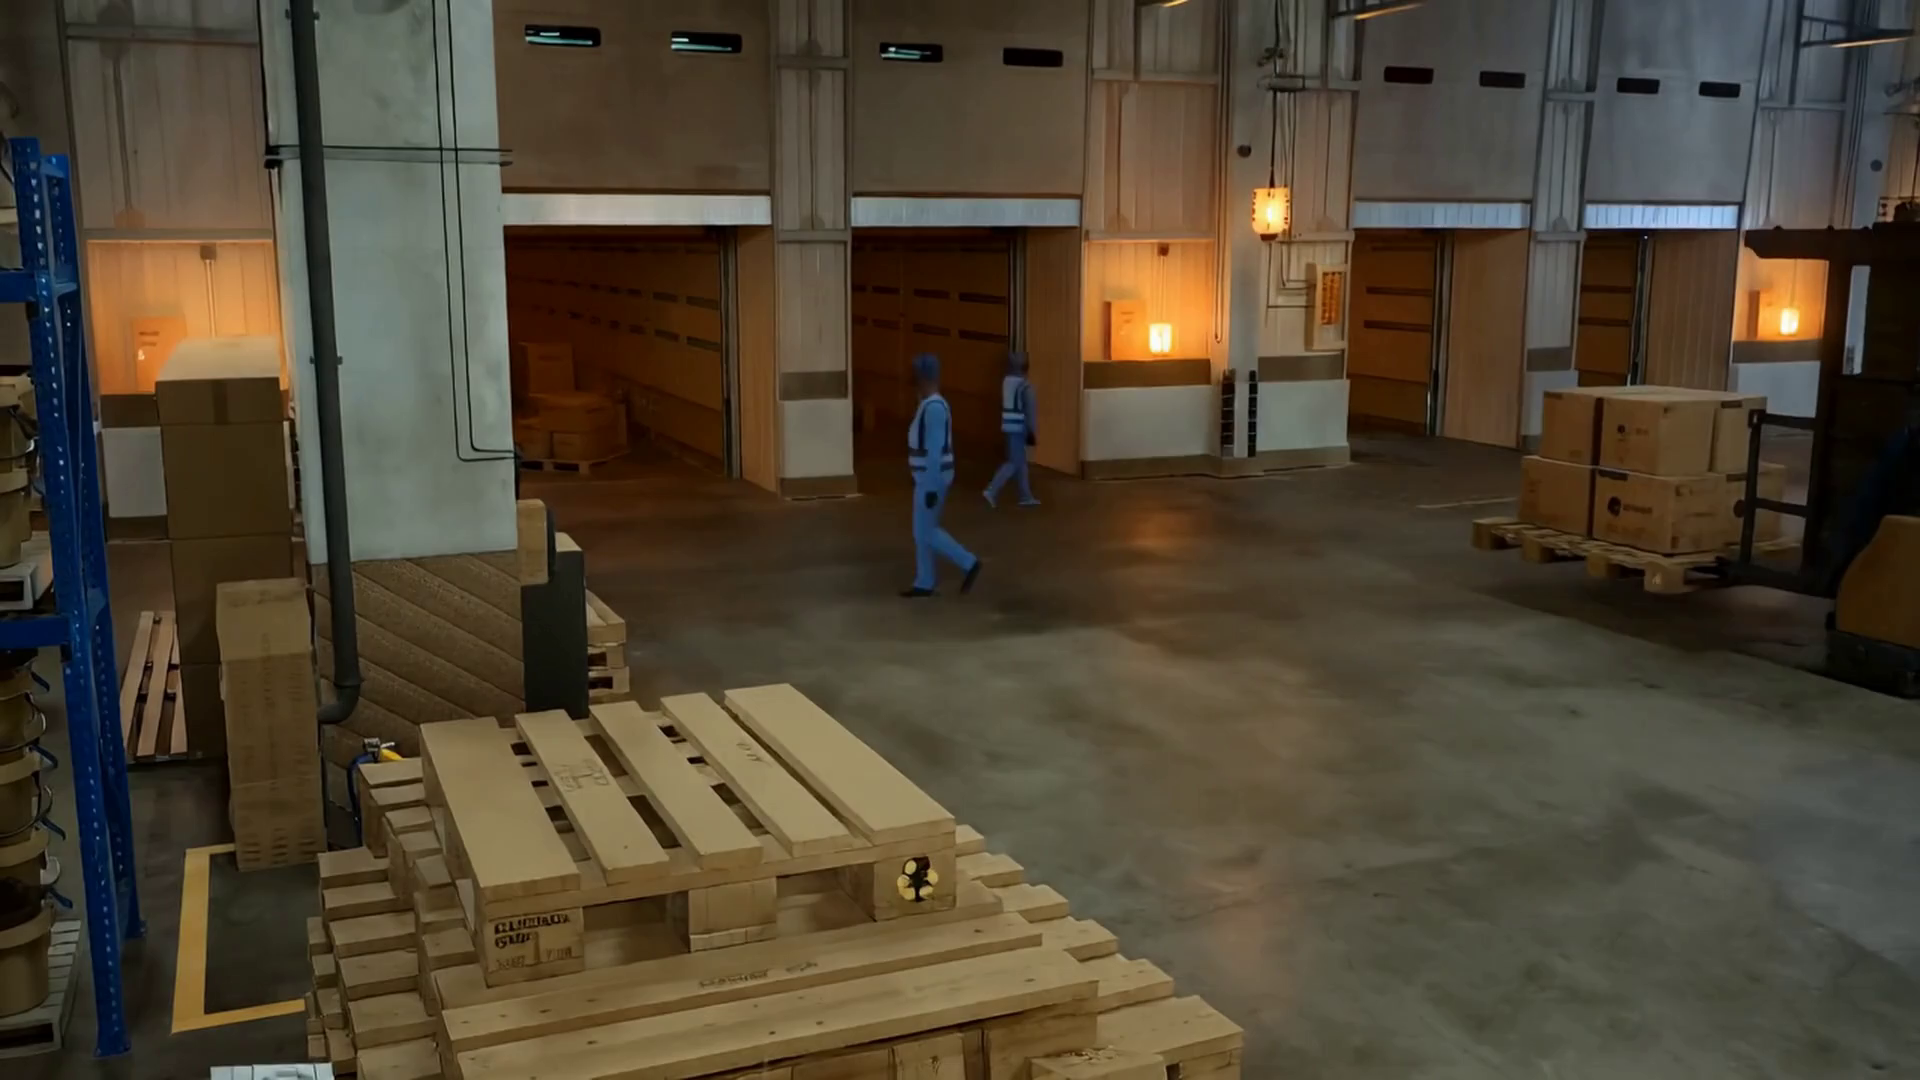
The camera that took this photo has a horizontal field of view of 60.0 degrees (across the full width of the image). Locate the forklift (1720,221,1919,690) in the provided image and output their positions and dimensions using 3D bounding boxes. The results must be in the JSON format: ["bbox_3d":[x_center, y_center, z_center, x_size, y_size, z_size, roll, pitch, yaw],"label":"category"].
[{"bbox_3d":[5.949,-0.550,10.218,1.129,2.768,1.873,-4,11,-23],"label":"forklift"}]

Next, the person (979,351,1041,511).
[{"bbox_3d":[0.511,-1.096,16.737,0.754,1.611,0.524,-6,12,-32],"label":"person"}]

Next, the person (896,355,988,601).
[{"bbox_3d":[-0.157,-0.449,12.443,0.582,1.869,0.586,-1,10,-8],"label":"person"}]
